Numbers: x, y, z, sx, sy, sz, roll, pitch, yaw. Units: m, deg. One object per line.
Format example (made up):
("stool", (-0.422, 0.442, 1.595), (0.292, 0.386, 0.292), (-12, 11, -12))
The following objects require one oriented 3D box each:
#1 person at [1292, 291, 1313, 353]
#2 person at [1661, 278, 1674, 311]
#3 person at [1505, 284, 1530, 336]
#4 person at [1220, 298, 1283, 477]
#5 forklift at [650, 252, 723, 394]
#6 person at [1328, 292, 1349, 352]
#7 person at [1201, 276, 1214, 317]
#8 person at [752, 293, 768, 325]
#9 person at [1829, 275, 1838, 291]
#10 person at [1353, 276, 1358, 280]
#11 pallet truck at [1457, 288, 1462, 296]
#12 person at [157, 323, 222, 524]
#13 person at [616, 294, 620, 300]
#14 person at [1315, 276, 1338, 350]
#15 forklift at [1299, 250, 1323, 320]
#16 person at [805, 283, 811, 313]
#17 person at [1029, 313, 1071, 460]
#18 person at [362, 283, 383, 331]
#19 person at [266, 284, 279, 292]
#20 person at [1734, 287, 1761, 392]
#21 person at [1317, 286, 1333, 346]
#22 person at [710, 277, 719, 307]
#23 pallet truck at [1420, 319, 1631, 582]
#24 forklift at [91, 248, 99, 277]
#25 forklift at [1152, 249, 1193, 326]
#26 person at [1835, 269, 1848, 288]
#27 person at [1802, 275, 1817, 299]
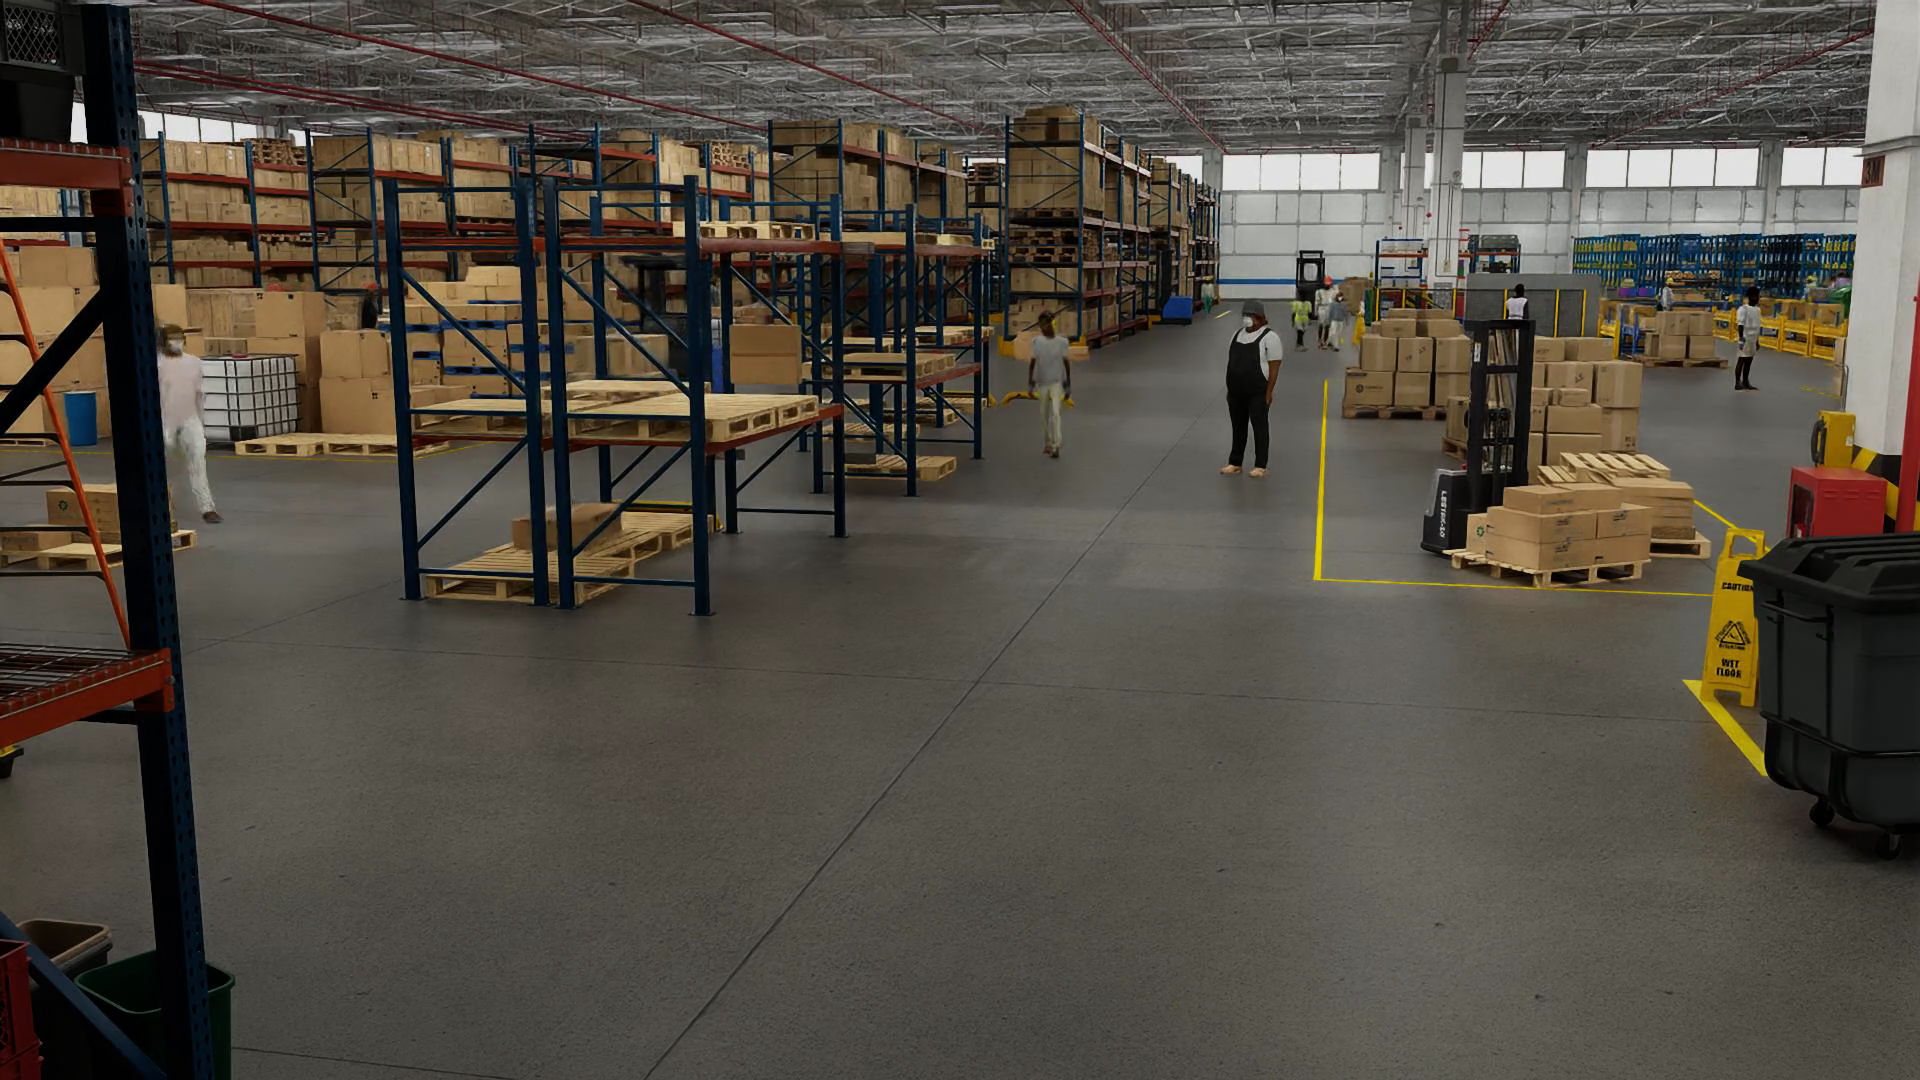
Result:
("person", (9.098, -5.813, 44.306), (0.522, 1.635, 0.957), (-2, 10, -14))
("person", (24.694, -8.223, 58.047), (0.403, 1.818, 0.603), (8, 12, 38))
("person", (12.587, -4.817, 37.574), (0.391, 1.919, 0.590), (-7, 12, -36))
("person", (3.286, -1.735, 18.964), (0.538, 2.000, 0.684), (-9, 13, -44))
("forklift", (-4.407, -3.395, 26.310), (1.129, 2.768, 1.873), (2, 10, 12))
("person", (10.098, -5.791, 44.278), (0.516, 1.594, 0.780), (-1, 10, -4))
("person", (10.658, -10.491, 71.670), (0.544, 1.749, 0.396), (1, 10, 6))
("person", (-5.103, -5.428, 42.049), (0.448, 1.621, 0.529), (5, 11, 29))
("person", (37.312, -10.462, 71.276), (0.655, 1.831, 0.569), (5, 11, 27))
("person", (20.086, -12.636, 84.723), (0.526, 1.625, 0.531), (-7, 12, -36))
("pallet truck", (20.506, -9.785, 68.819), (0.653, 1.274, 1.630), (2, 10, 12))
("person", (-7.397, -1.096, 15.659), (1.036, 1.888, 0.653), (7, 12, 37))
("person", (-8.444, -5.240, 40.932), (0.524, 1.631, 0.320), (0, 10, -2))
("person", (10.035, -6.208, 45.522), (0.605, 2.013, 0.798), (1, 10, 6))
("forklift", (13.778, -10.002, 65.433), (1.129, 2.768, 1.873), (2, 10, 12))
("person", (-7.016, -11.222, 75.886), (0.577, 1.798, 0.979), (3, 10, 16))
("person", (1.143, -1.948, 20.928), (0.502, 1.814, 0.962), (2, 10, 13))
("person", (-13.132, -4.768, 37.241), (0.697, 1.955, 0.617), (-4, 10, -21))
("person", (-15.950, -4.998, 38.740), (1.006, 1.883, 0.549), (-8, 13, -41))
("person", (14.792, -3.762, 31.184), (0.602, 1.966, 0.368), (-7, 12, -34))
("person", (10.509, -6.469, 47.583), (0.633, 1.854, 0.990), (1, 10, 7))
("person", (-7.531, -7.059, 50.794), (0.357, 1.937, 0.637), (-7, 12, -35))
("pallet truck", (4.543, -0.757, 13.299), (0.823, 1.965, 1.885), (-4, 10, -22))
("forklift", (-26.213, -7.624, 51.350), (1.129, 2.768, 1.873), (2, 10, 12))
("forklift", (7.646, -9.320, 61.395), (1.873, 2.768, 1.129), (2, 10, 11))
("person", (38.623, -10.860, 73.025), (0.625, 2.031, 0.554), (0, 10, 2))
("person", (36.116, -10.362, 70.810), (0.903, 1.786, 0.594), (0, 10, -3))
